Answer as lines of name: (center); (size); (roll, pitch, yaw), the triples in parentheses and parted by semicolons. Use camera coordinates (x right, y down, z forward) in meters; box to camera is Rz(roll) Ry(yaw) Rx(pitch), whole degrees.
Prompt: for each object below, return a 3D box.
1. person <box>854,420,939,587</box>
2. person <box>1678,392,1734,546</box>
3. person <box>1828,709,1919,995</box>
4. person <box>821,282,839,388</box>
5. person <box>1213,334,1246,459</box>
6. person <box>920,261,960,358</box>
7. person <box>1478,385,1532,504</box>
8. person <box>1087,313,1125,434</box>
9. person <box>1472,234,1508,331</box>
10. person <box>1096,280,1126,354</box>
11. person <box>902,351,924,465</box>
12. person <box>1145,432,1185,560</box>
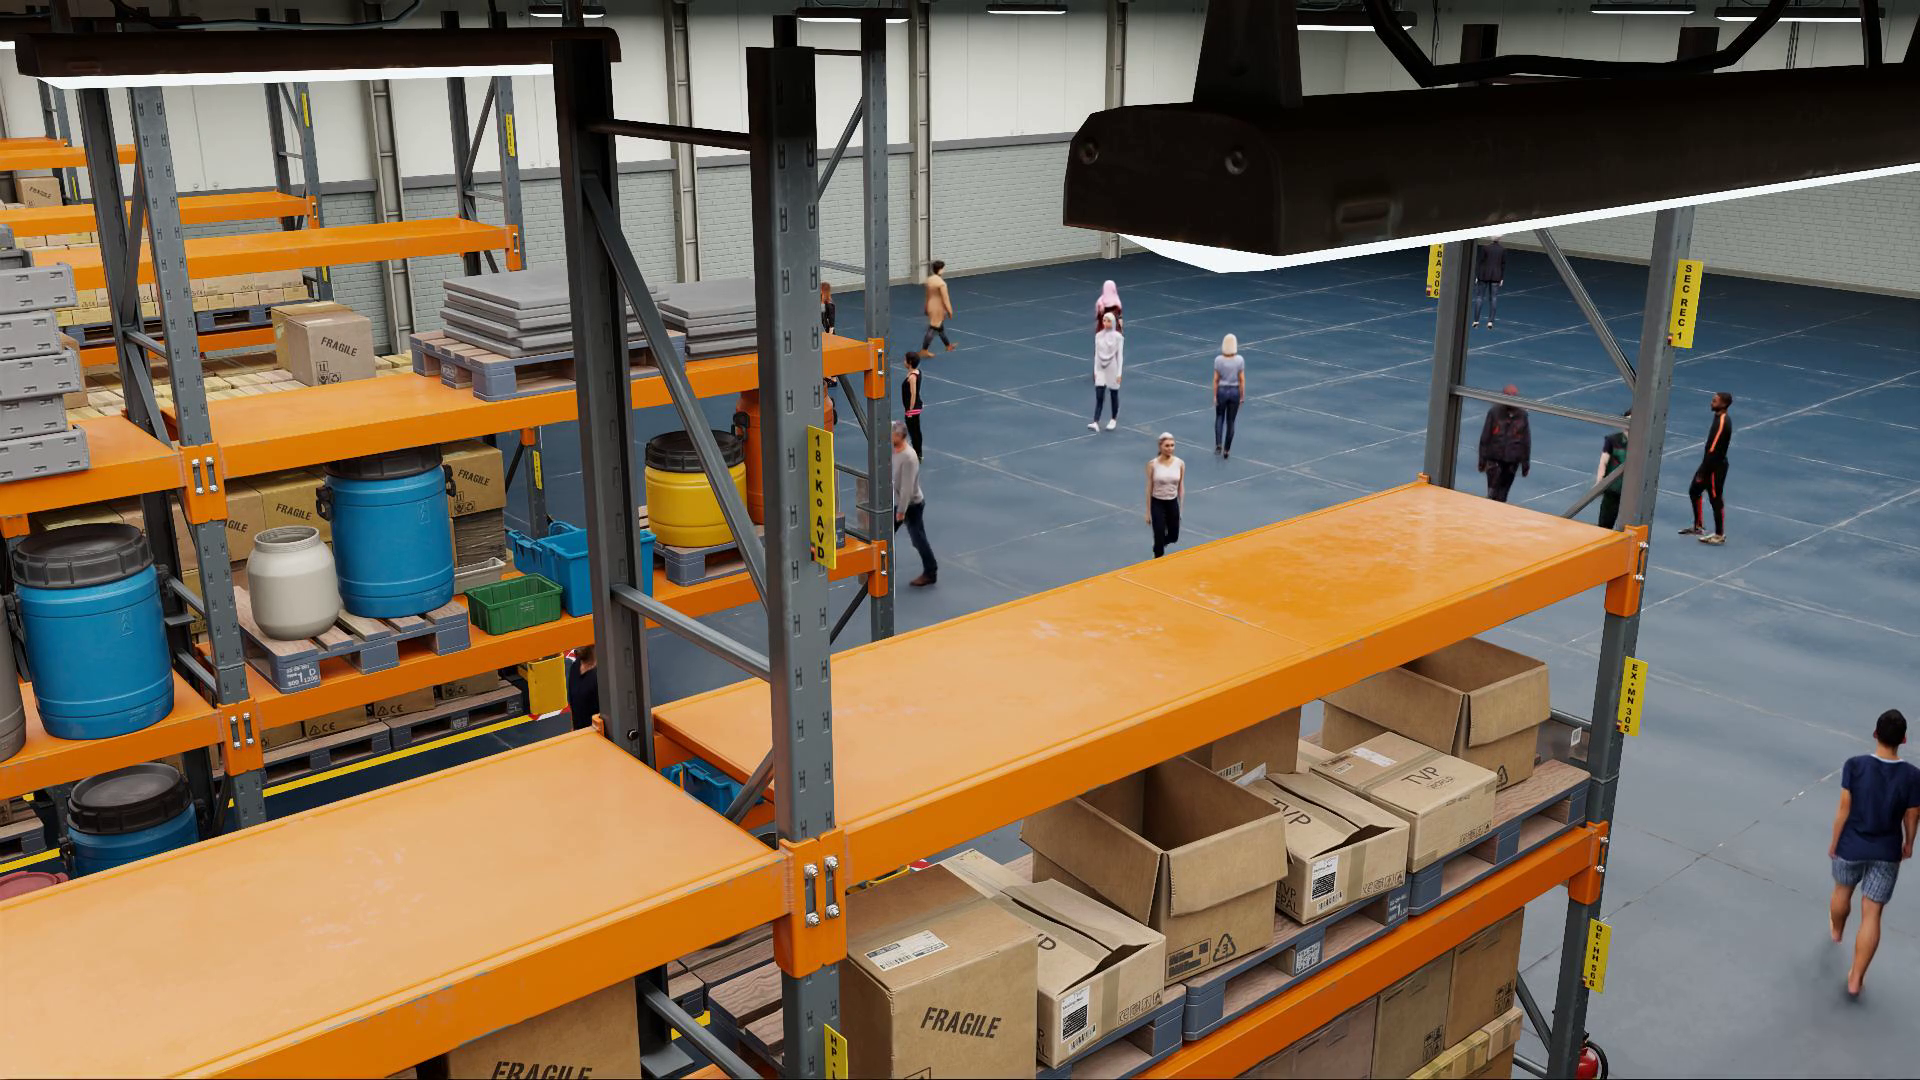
person: (-0.497, -0.361, 17.783); (1.288, 1.856, 0.980); (-7, 19, -21)
person: (8.857, -0.818, 19.297); (0.879, 1.789, 0.829); (5, 19, 16)
person: (5.788, 2.018, 10.576); (0.923, 1.797, 1.220); (9, 20, 26)
person: (-2.176, -3.385, 27.302); (0.606, 1.712, 0.659); (-8, 20, -24)
person: (3.706, -1.965, 22.961); (0.845, 1.702, 0.932); (4, 18, 12)
person: (-0.485, -4.044, 29.377); (1.117, 1.681, 0.725); (-13, 22, -34)
person: (6.427, -0.978, 19.757); (1.010, 1.809, 1.064); (1, 18, 2)
person: (2.214, -2.440, 24.359); (0.920, 1.738, 1.172); (9, 20, 25)
person: (9.236, -4.595, 29.157); (0.826, 1.782, 0.784); (3, 18, 9)
person: (2.483, -3.519, 27.850); (0.813, 1.628, 0.950); (12, 21, 32)
person: (-0.639, -1.825, 22.772); (0.685, 1.552, 0.613); (3, 18, 9)
person: (2.172, -0.357, 18.046); (0.912, 1.687, 0.881); (-4, 19, -13)
